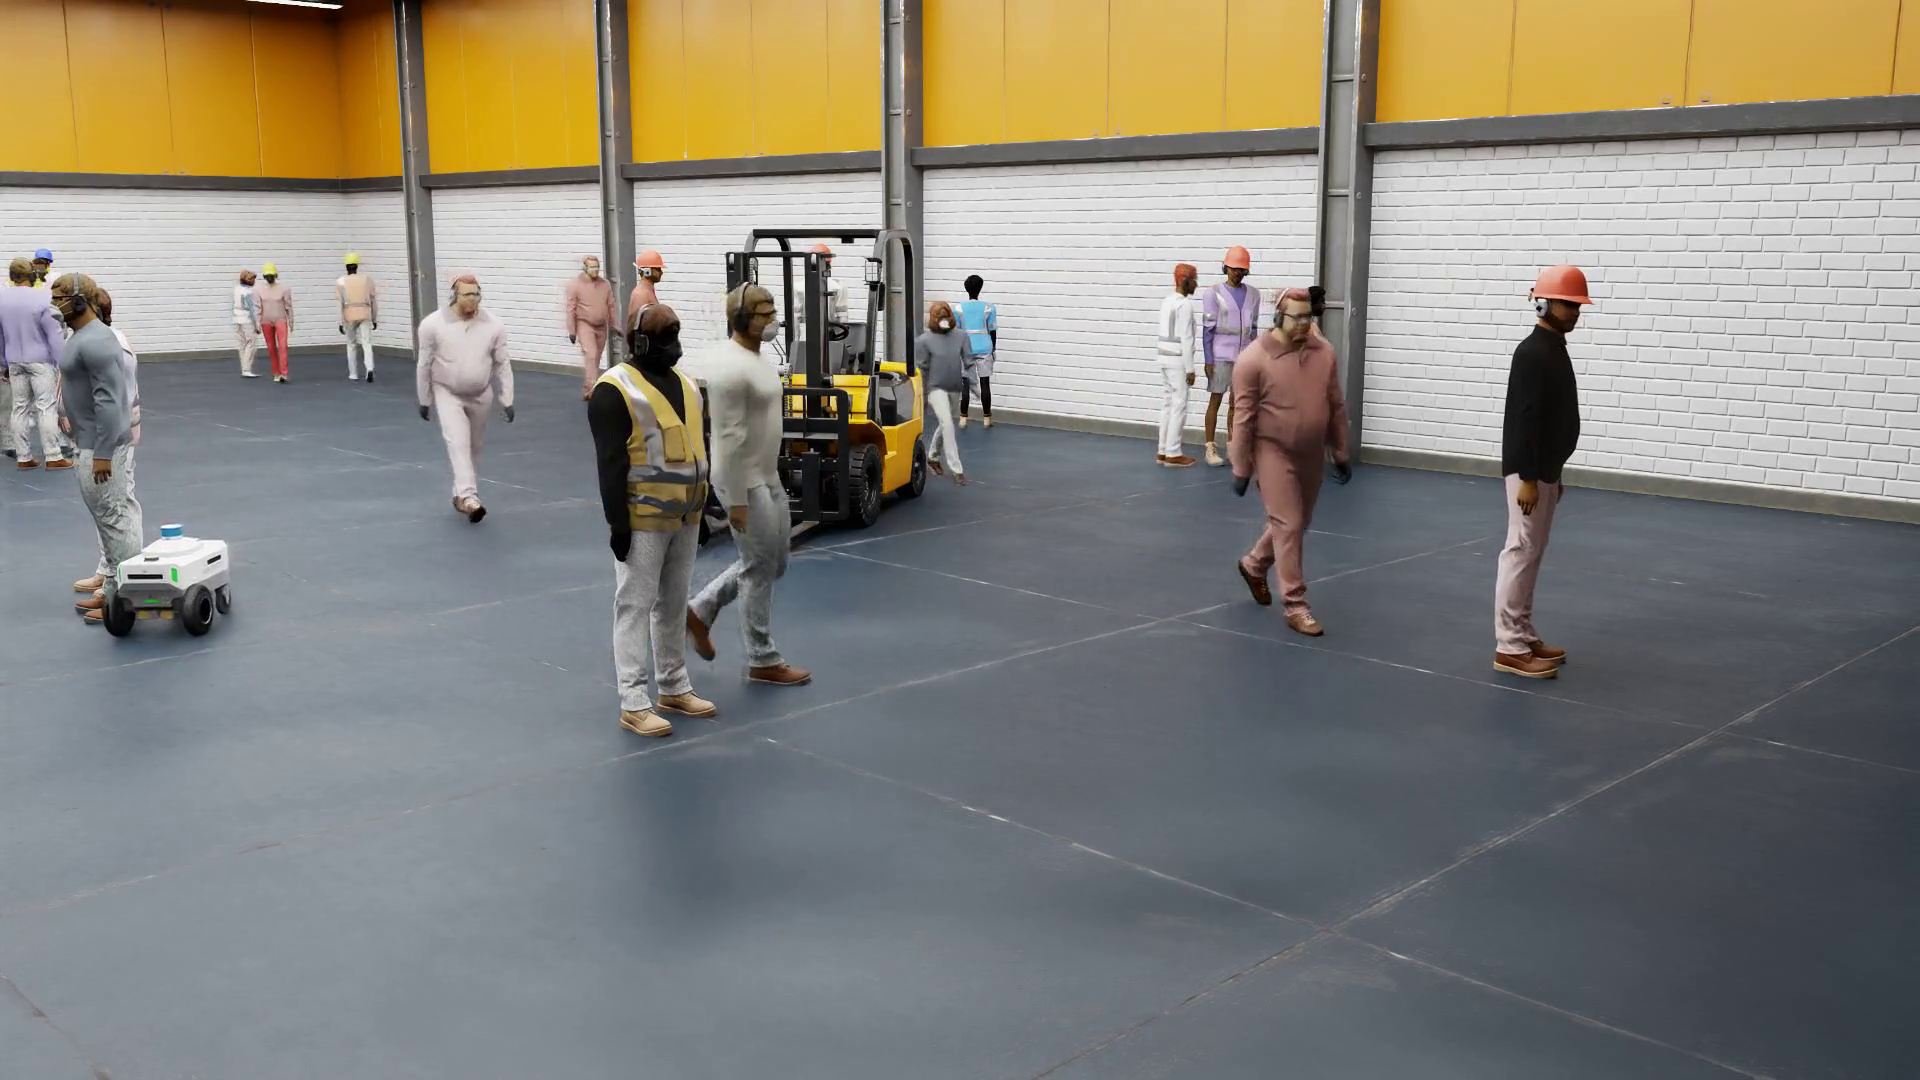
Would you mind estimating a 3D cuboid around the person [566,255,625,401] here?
[{"bbox_3d":[-4.604,-2.672,21.170,0.874,1.868,0.654,9,14,40],"label":"person"}]

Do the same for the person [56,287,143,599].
[{"bbox_3d":[-5.070,-0.574,9.817,0.429,1.844,0.627,-10,14,-42],"label":"person"}]

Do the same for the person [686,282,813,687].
[{"bbox_3d":[-1.052,-0.253,7.855,0.640,1.922,0.633,2,11,11],"label":"person"}]

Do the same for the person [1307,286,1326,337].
[{"bbox_3d":[3.082,-1.415,14.826,0.321,1.691,0.532,4,11,19],"label":"person"}]

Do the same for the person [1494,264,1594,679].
[{"bbox_3d":[2.845,-0.340,8.132,0.392,1.991,0.612,6,12,30],"label":"person"}]

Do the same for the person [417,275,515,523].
[{"bbox_3d":[-3.702,-1.064,12.518,0.666,1.837,1.094,-7,12,-33],"label":"person"}]

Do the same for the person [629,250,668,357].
[{"bbox_3d":[-3.057,-1.851,16.389,0.404,1.988,0.617,-1,10,-4],"label":"person"}]

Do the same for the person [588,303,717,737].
[{"bbox_3d":[-1.299,-0.095,7.202,0.429,1.846,0.622,6,12,28],"label":"person"}]

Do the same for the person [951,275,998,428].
[{"bbox_3d":[0.157,-2.082,18.436,0.533,1.697,0.319,0,10,0],"label":"person"}]

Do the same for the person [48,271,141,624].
[{"bbox_3d":[-4.767,-0.509,9.198,0.352,1.937,0.635,-7,12,-33],"label":"person"}]

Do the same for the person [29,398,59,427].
[{"bbox_3d":[-10.446,-2.157,18.795,0.483,1.714,0.821,-3,11,-15],"label":"person"}]

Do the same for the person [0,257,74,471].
[{"bbox_3d":[-8.396,-1.581,15.045,0.635,1.937,0.361,1,10,3],"label":"person"}]

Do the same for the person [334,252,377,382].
[{"bbox_3d":[-8.812,-3.255,24.321,0.589,1.892,0.934,-5,12,-26],"label":"person"}]

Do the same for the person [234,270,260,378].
[{"bbox_3d":[-10.727,-3.245,25.019,0.324,1.614,0.607,-9,14,-41],"label":"person"}]

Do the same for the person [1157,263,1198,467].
[{"bbox_3d":[2.010,-1.612,15.388,0.383,1.875,0.593,-2,11,-13],"label":"person"}]

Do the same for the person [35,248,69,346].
[{"bbox_3d":[-13.265,-3.263,24.214,0.602,1.939,0.397,-1,10,-8],"label":"person"}]

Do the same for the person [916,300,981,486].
[{"bbox_3d":[-0.157,-1.301,14.494,0.507,1.580,0.875,-6,12,-28],"label":"person"}]

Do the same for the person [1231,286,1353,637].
[{"bbox_3d":[1.762,-0.462,9.148,0.690,1.870,0.873,-5,12,-27],"label":"person"}]

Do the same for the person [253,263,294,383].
[{"bbox_3d":[-9.906,-3.115,24.010,0.518,1.722,0.897,-2,11,-13],"label":"person"}]

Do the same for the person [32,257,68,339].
[{"bbox_3d":[-12.509,-2.940,22.737,0.528,1.849,0.781,-6,12,-30],"label":"person"}]

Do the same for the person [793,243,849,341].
[{"bbox_3d":[-1.446,-2.048,17.304,0.605,2.045,0.380,1,10,5],"label":"person"}]

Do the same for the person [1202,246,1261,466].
[{"bbox_3d":[2.532,-1.698,15.425,0.609,2.034,0.404,-5,11,-24],"label":"person"}]

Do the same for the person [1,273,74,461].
[{"bbox_3d":[-8.757,-1.624,15.680,0.878,1.780,0.611,5,11,24],"label":"person"}]

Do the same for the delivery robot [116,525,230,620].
[{"bbox_3d":[-4.286,0.159,9.076,0.477,0.478,0.707,0,10,-2],"label":"delivery robot"}]

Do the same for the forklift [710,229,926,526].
[{"bbox_3d":[-1.050,-1.319,12.920,1.214,2.155,2.313,2,11,13],"label":"forklift"}]
